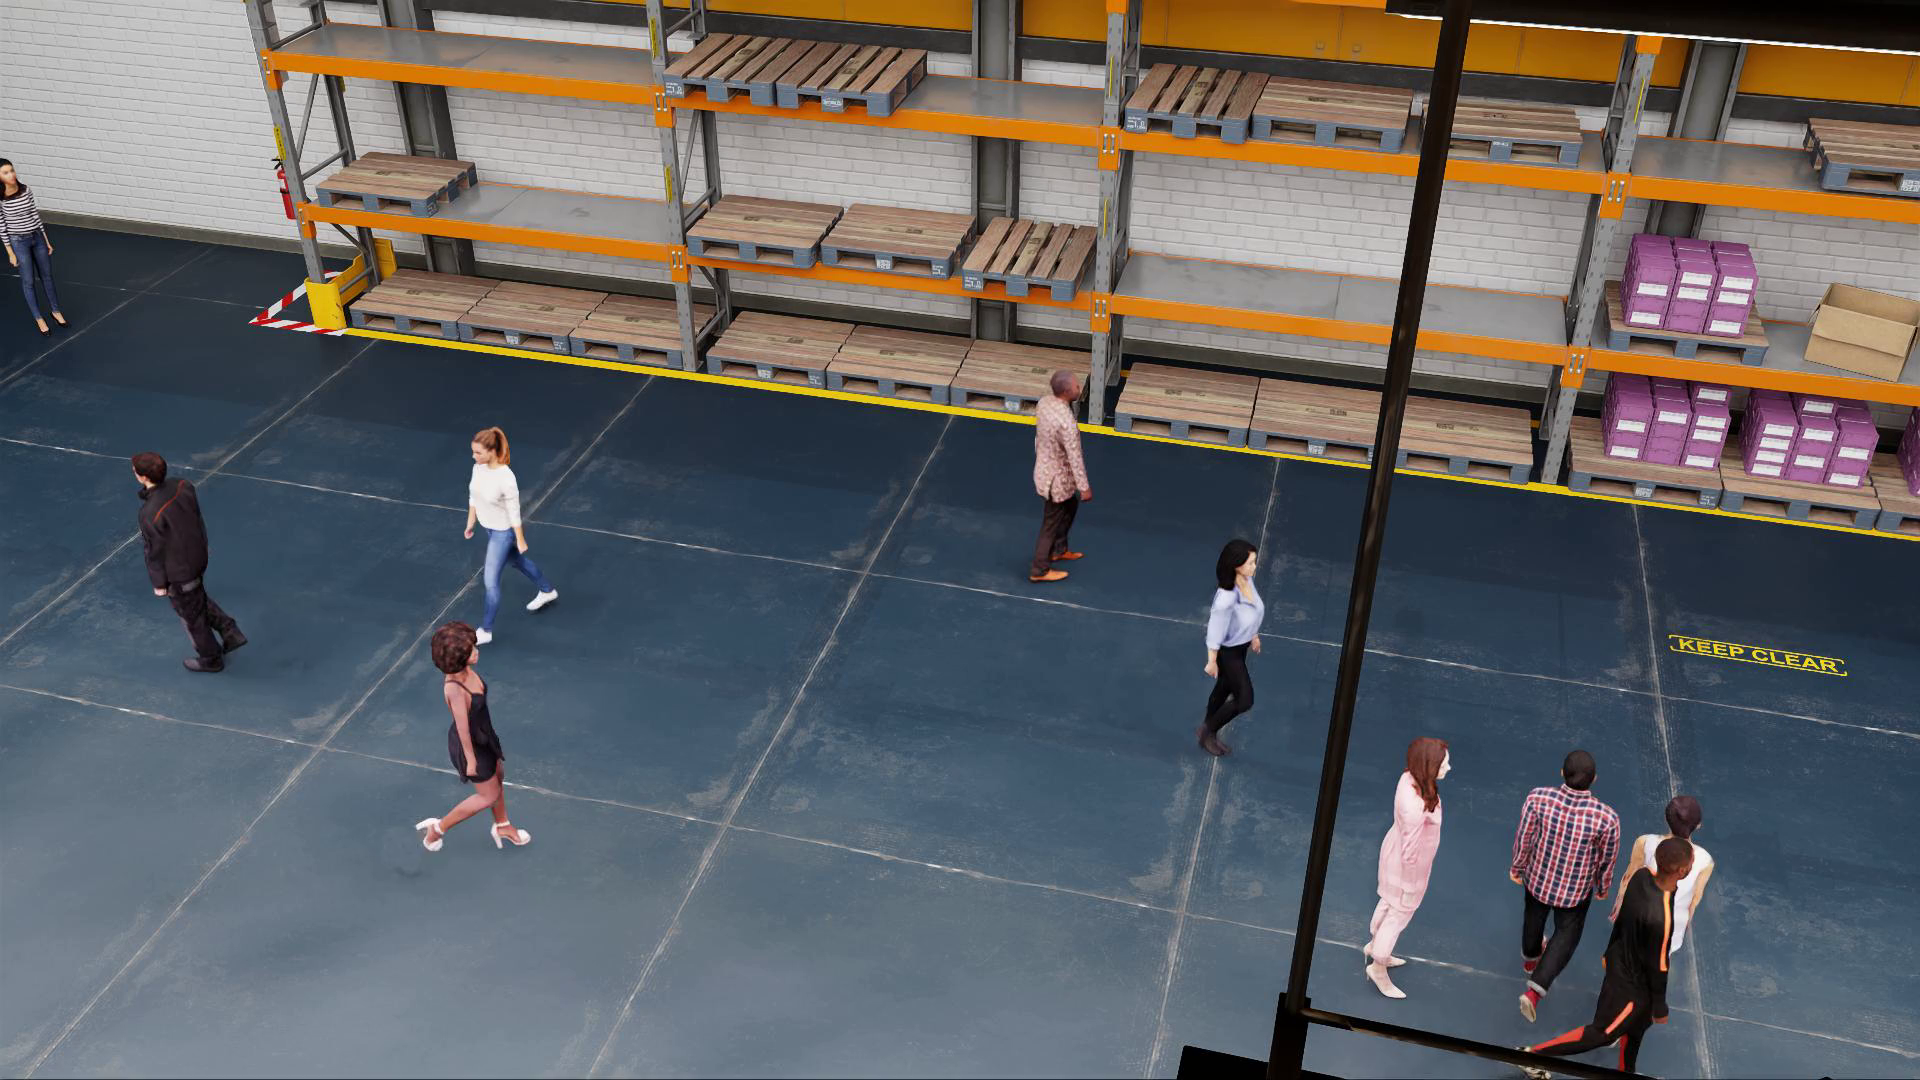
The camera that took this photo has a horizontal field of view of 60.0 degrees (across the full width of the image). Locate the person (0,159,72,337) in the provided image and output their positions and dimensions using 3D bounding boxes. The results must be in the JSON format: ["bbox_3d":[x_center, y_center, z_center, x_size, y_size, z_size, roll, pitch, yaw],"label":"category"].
[{"bbox_3d":[-9.199,-2.895,16.406,0.577,1.796,0.630,20,38,27],"label":"person"}]

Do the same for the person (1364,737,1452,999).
[{"bbox_3d":[2.490,1.814,9.315,0.502,1.803,0.613,8,34,12],"label":"person"}]

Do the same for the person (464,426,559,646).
[{"bbox_3d":[-3.326,-0.090,12.289,1.089,1.682,1.114,-25,41,-32],"label":"person"}]

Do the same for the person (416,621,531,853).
[{"bbox_3d":[-3.048,1.271,10.156,0.969,1.775,0.799,-7,34,-11],"label":"person"}]

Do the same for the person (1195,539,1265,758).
[{"bbox_3d":[1.711,0.716,11.029,0.673,1.734,0.700,16,37,22],"label":"person"}]

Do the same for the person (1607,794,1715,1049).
[{"bbox_3d":[3.776,2.098,9.074,1.022,1.597,0.886,22,40,30],"label":"person"}]

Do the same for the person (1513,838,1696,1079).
[{"bbox_3d":[3.400,2.268,8.653,1.062,1.780,0.607,8,34,12],"label":"person"}]

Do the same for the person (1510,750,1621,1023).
[{"bbox_3d":[3.317,1.909,9.225,1.039,1.744,0.961,20,39,27],"label":"person"}]

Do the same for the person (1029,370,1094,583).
[{"bbox_3d":[0.657,-0.460,12.750,0.910,1.788,0.860,-7,34,-10],"label":"person"}]

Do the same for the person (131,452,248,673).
[{"bbox_3d":[-5.412,0.182,11.746,0.772,1.830,0.792,3,34,5],"label":"person"}]
